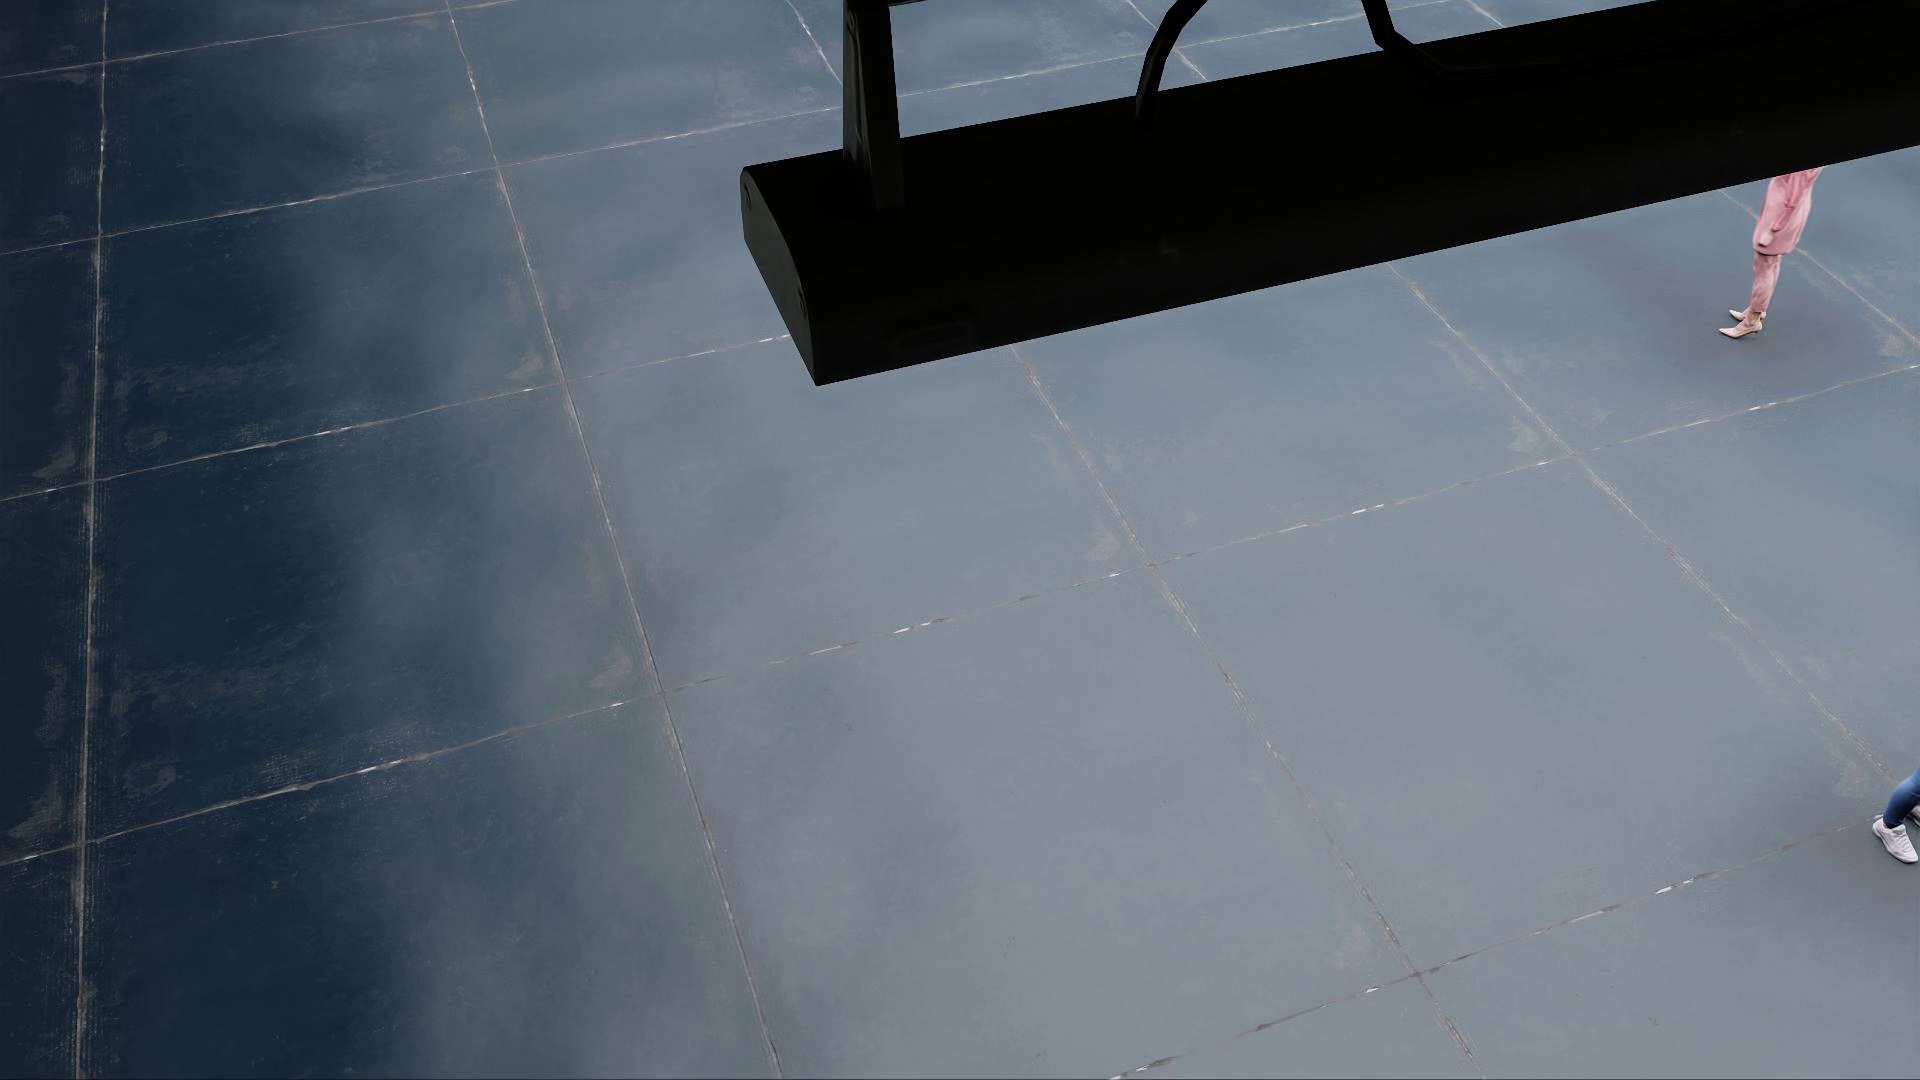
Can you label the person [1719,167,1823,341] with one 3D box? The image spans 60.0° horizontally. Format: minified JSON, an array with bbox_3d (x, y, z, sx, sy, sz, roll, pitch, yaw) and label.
[{"bbox_3d":[5.506,-2.143,11.127,0.710,1.801,0.695,26,49,25],"label":"person"}]
